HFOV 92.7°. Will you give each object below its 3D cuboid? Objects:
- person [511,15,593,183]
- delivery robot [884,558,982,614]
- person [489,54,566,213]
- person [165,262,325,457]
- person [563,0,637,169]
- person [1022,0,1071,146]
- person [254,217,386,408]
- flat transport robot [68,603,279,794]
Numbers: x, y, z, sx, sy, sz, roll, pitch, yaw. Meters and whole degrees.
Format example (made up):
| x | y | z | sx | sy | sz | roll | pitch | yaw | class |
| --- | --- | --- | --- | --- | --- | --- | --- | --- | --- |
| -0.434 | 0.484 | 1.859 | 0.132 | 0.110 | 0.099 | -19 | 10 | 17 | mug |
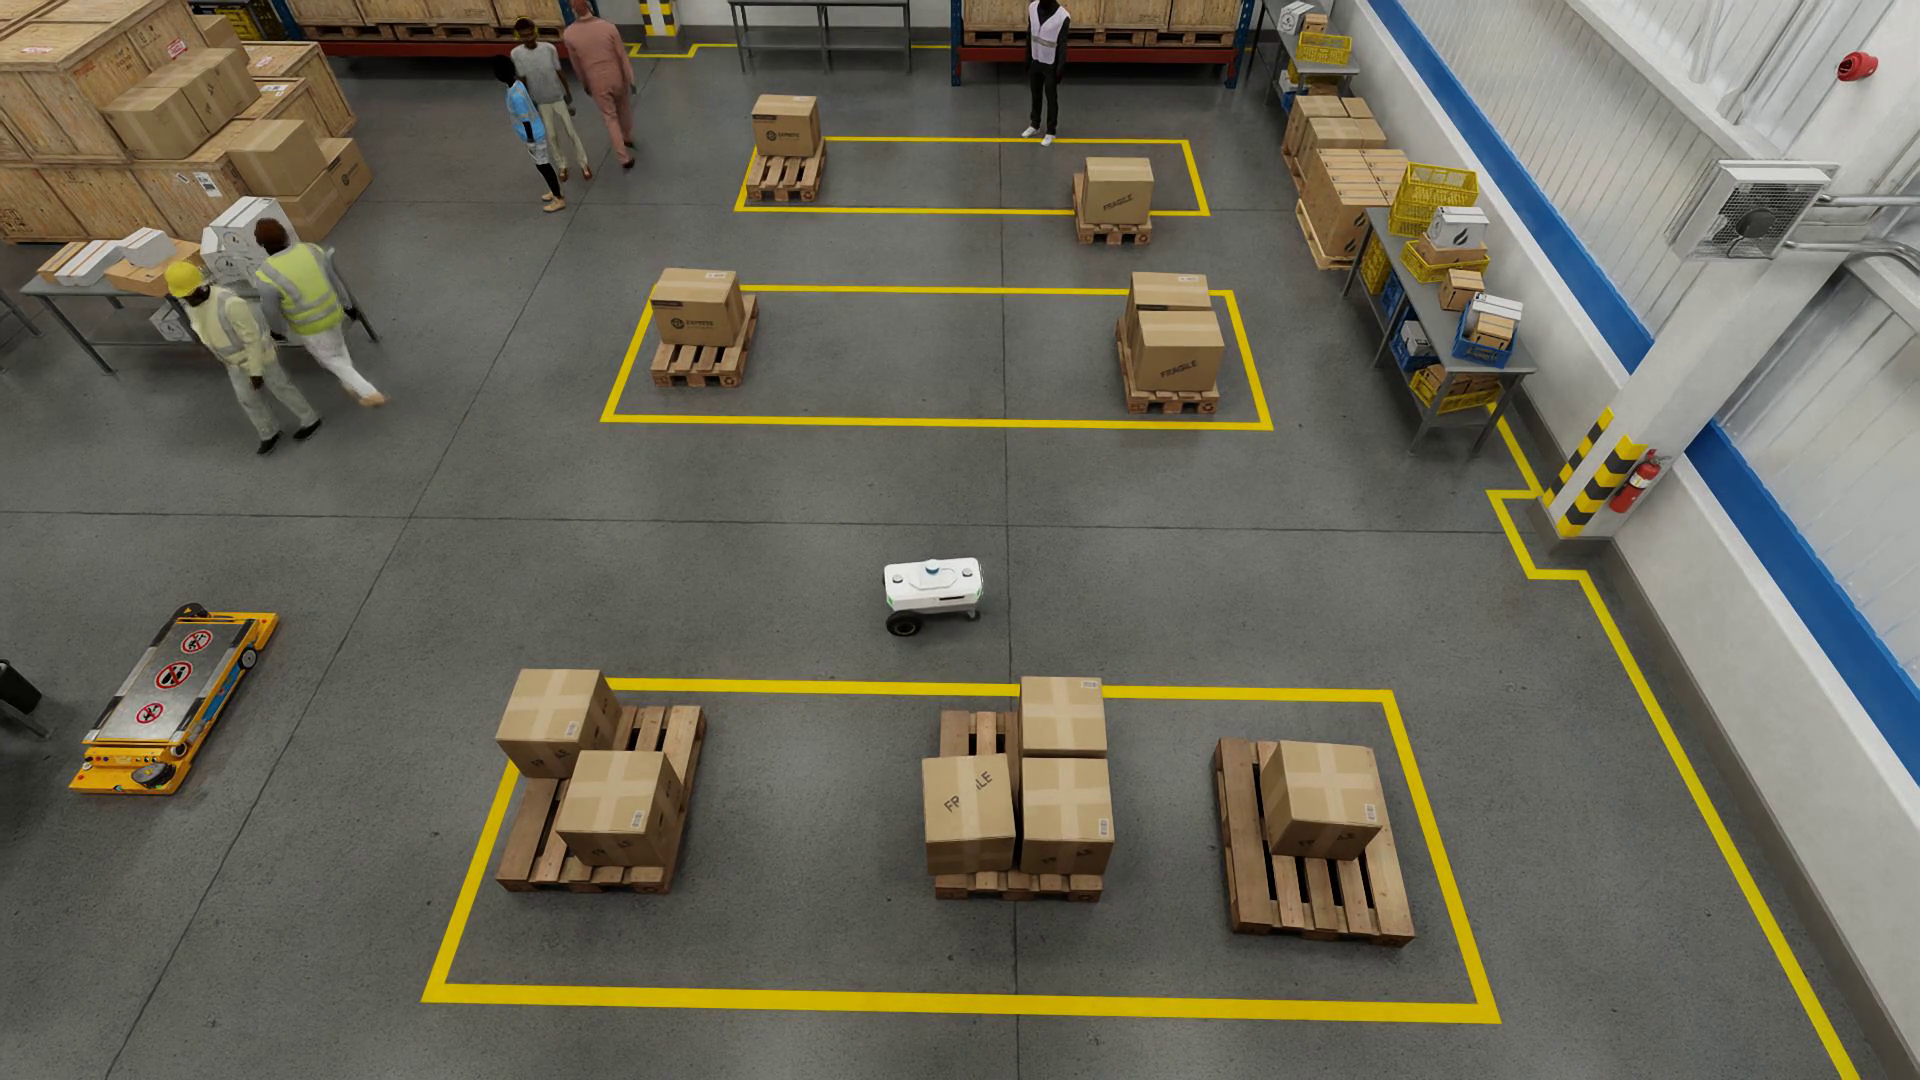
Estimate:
| x | y | z | sx | sy | sz | roll | pitch | yaw | class |
| --- | --- | --- | --- | --- | --- | --- | --- | --- | --- |
| -4.742 | -5.084 | 10.623 | 0.501 | 1.859 | 0.344 | -16 | 52 | -13 | person |
| -0.199 | 0.331 | 6.825 | 0.707 | 0.478 | 0.477 | -5 | 50 | -4 | delivery robot |
| -4.817 | -4.554 | 10.282 | 0.325 | 1.685 | 0.539 | -20 | 53 | -16 | person |
| -5.977 | -1.443 | 7.570 | 0.620 | 1.803 | 0.663 | 8 | 50 | 7 | person |
| -4.231 | -5.483 | 10.964 | 0.653 | 1.860 | 0.933 | -18 | 52 | -15 | person |
| 1.051 | -5.875 | 11.256 | 0.591 | 1.910 | 0.376 | 34 | 58 | 25 | person |
| -5.606 | -1.929 | 7.986 | 0.599 | 1.802 | 0.656 | 13 | 51 | 11 | person |
| -5.504 | 1.072 | 6.442 | 0.652 | 0.197 | 1.431 | 1 | 50 | 1 | flat transport robot |
